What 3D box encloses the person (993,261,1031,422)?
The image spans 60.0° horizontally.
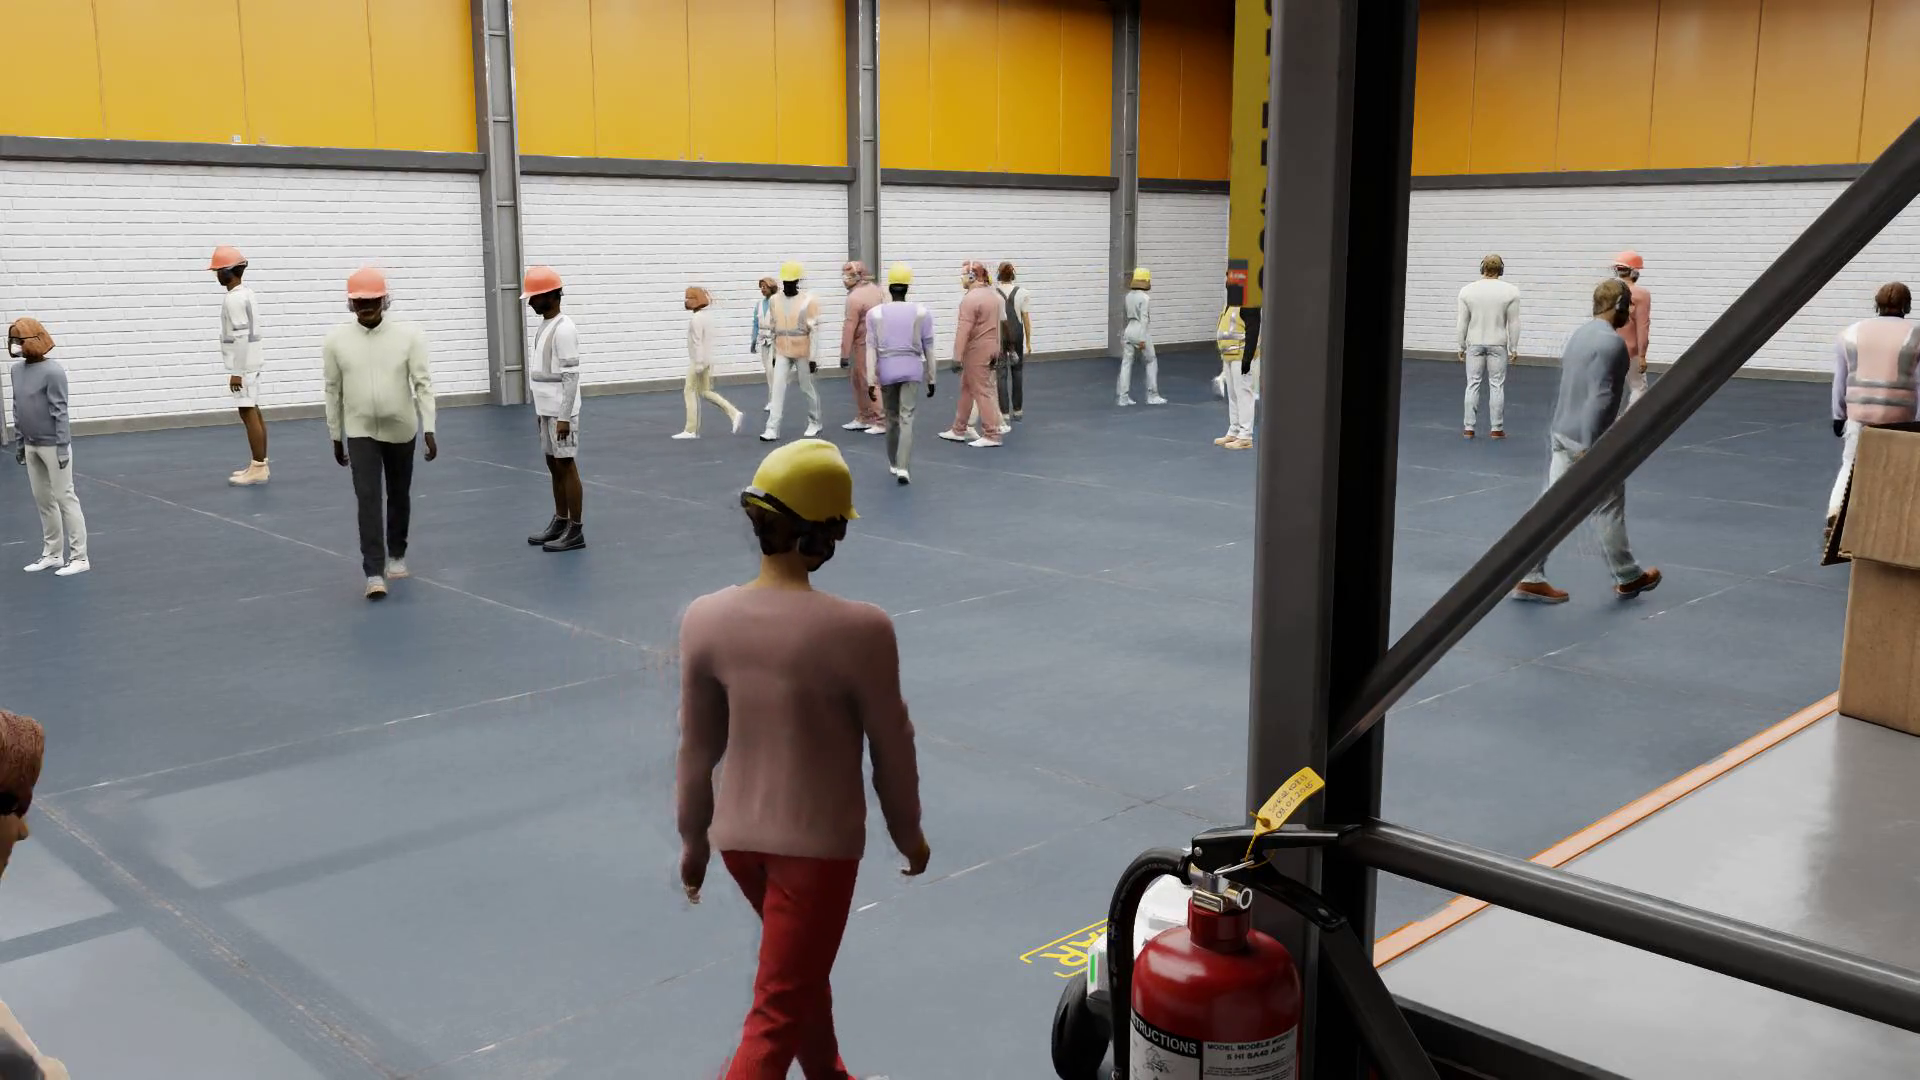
[{"bbox_3d":[0.539,-2.293,19.225,0.544,1.823,0.744,0,10,0],"label":"person"}]

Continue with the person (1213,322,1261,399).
[{"bbox_3d":[3.689,-2.720,21.514,0.792,1.851,0.526,-5,12,-27],"label":"person"}]

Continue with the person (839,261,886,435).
[{"bbox_3d":[-1.062,-2.044,17.780,0.673,1.858,0.721,3,11,16],"label":"person"}]

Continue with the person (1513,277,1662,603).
[{"bbox_3d":[3.697,-0.569,9.674,0.960,1.881,0.649,-1,10,-3],"label":"person"}]

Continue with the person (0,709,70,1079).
[{"bbox_3d":[-1.149,0.970,2.007,0.515,1.616,0.605,10,14,43],"label":"person"}]

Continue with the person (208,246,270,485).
[{"bbox_3d":[-6.180,-1.488,14.258,0.394,2.040,0.610,-2,11,-13],"label":"person"}]

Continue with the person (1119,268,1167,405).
[{"bbox_3d":[2.309,-2.556,20.969,0.744,1.717,0.494,-7,12,-32],"label":"person"}]

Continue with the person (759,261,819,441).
[{"bbox_3d":[-1.745,-1.975,17.415,0.609,1.862,1.002,4,11,20],"label":"person"}]

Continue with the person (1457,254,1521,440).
[{"bbox_3d":[5.525,-2.016,17.414,0.635,1.939,0.362,5,11,23],"label":"person"}]

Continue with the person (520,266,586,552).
[{"bbox_3d":[-2.762,-0.884,11.272,0.370,1.928,0.543,-6,12,-30],"label":"person"}]

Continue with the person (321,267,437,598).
[{"bbox_3d":[-3.484,-0.661,10.023,0.623,1.940,1.024,-4,11,-19],"label":"person"}]

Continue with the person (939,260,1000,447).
[{"bbox_3d":[0.047,-1.882,16.854,0.845,1.874,0.665,4,11,21],"label":"person"}]

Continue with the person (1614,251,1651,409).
[{"bbox_3d":[6.617,-1.866,16.491,0.703,1.970,0.653,-7,12,-33],"label":"person"}]

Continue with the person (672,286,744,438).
[{"bbox_3d":[-2.668,-1.862,17.488,0.680,1.613,0.508,0,10,1],"label":"person"}]

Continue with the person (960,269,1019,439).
[{"bbox_3d":[0.254,-1.983,17.613,0.556,1.805,0.993,7,13,34],"label":"person"}]

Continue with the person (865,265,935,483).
[{"bbox_3d":[-0.521,-1.446,14.494,0.600,1.881,1.011,0,10,-1],"label":"person"}]

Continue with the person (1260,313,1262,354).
[{"bbox_3d":[3.677,-2.266,19.112,0.768,1.821,0.577,-9,14,-42],"label":"person"}]

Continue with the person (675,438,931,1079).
[{"bbox_3d":[-0.381,0.638,3.564,0.511,1.717,0.926,7,12,33],"label":"person"}]

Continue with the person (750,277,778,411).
[{"bbox_3d":[-2.346,-2.367,20.192,0.538,1.619,0.568,8,13,37],"label":"person"}]

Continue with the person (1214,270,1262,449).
[{"bbox_3d":[2.783,-1.834,16.688,0.429,1.841,0.633,-2,11,-8],"label":"person"}]

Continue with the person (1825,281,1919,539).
[{"bbox_3d":[6.292,-0.848,11.356,0.708,1.826,0.646,-9,14,-41],"label":"person"}]

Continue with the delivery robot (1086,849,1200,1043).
[{"bbox_3d":[0.603,1.038,4.281,0.477,0.478,0.707,5,12,27],"label":"delivery robot"}]

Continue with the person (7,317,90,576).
[{"bbox_3d":[-5.769,-0.584,10.473,0.497,1.626,0.288,6,12,28],"label":"person"}]
